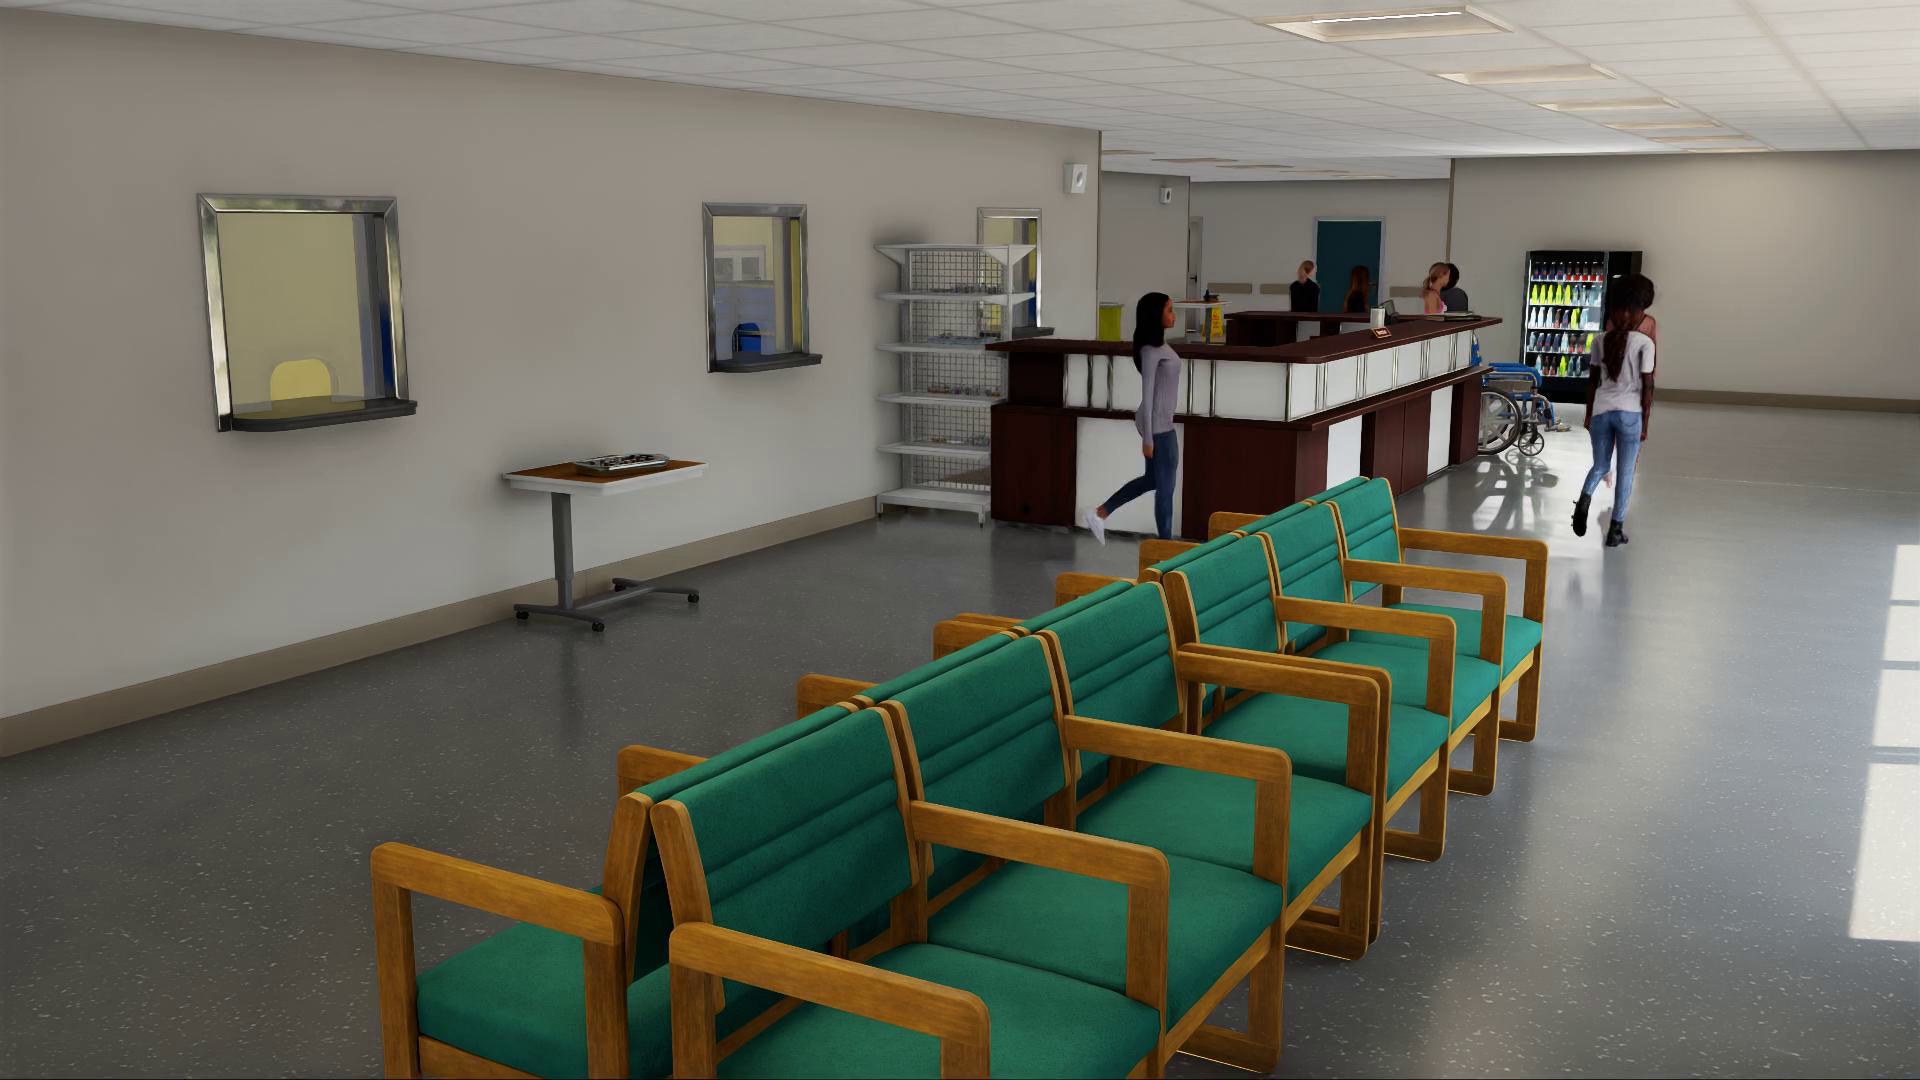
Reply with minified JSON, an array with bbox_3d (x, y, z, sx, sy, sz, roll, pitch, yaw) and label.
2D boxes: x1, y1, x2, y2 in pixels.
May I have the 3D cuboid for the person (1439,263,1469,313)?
[{"bbox_3d":[5.216,-2.010,17.481,1.022,1.727,1.116,-3,11,-14],"label":"person"}]

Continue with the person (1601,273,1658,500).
[{"bbox_3d":[5.140,-1.128,12.783,1.083,1.744,0.838,3,11,13],"label":"person"}]

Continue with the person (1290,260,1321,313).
[{"bbox_3d":[4.347,-2.716,21.366,1.022,1.665,0.753,8,13,36],"label":"person"}]

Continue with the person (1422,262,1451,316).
[{"bbox_3d":[4.656,-1.914,16.893,0.887,1.756,0.725,5,12,26],"label":"person"}]

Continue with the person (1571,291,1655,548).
[{"bbox_3d":[4.351,-0.791,11.098,0.812,1.711,0.752,10,15,43],"label":"person"}]

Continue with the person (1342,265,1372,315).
[{"bbox_3d":[4.282,-2.188,18.539,1.098,1.681,0.852,2,11,12],"label":"person"}]

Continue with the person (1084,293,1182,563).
[{"bbox_3d":[1.149,-0.696,10.570,1.073,1.721,0.838,2,11,11],"label":"person"}]
